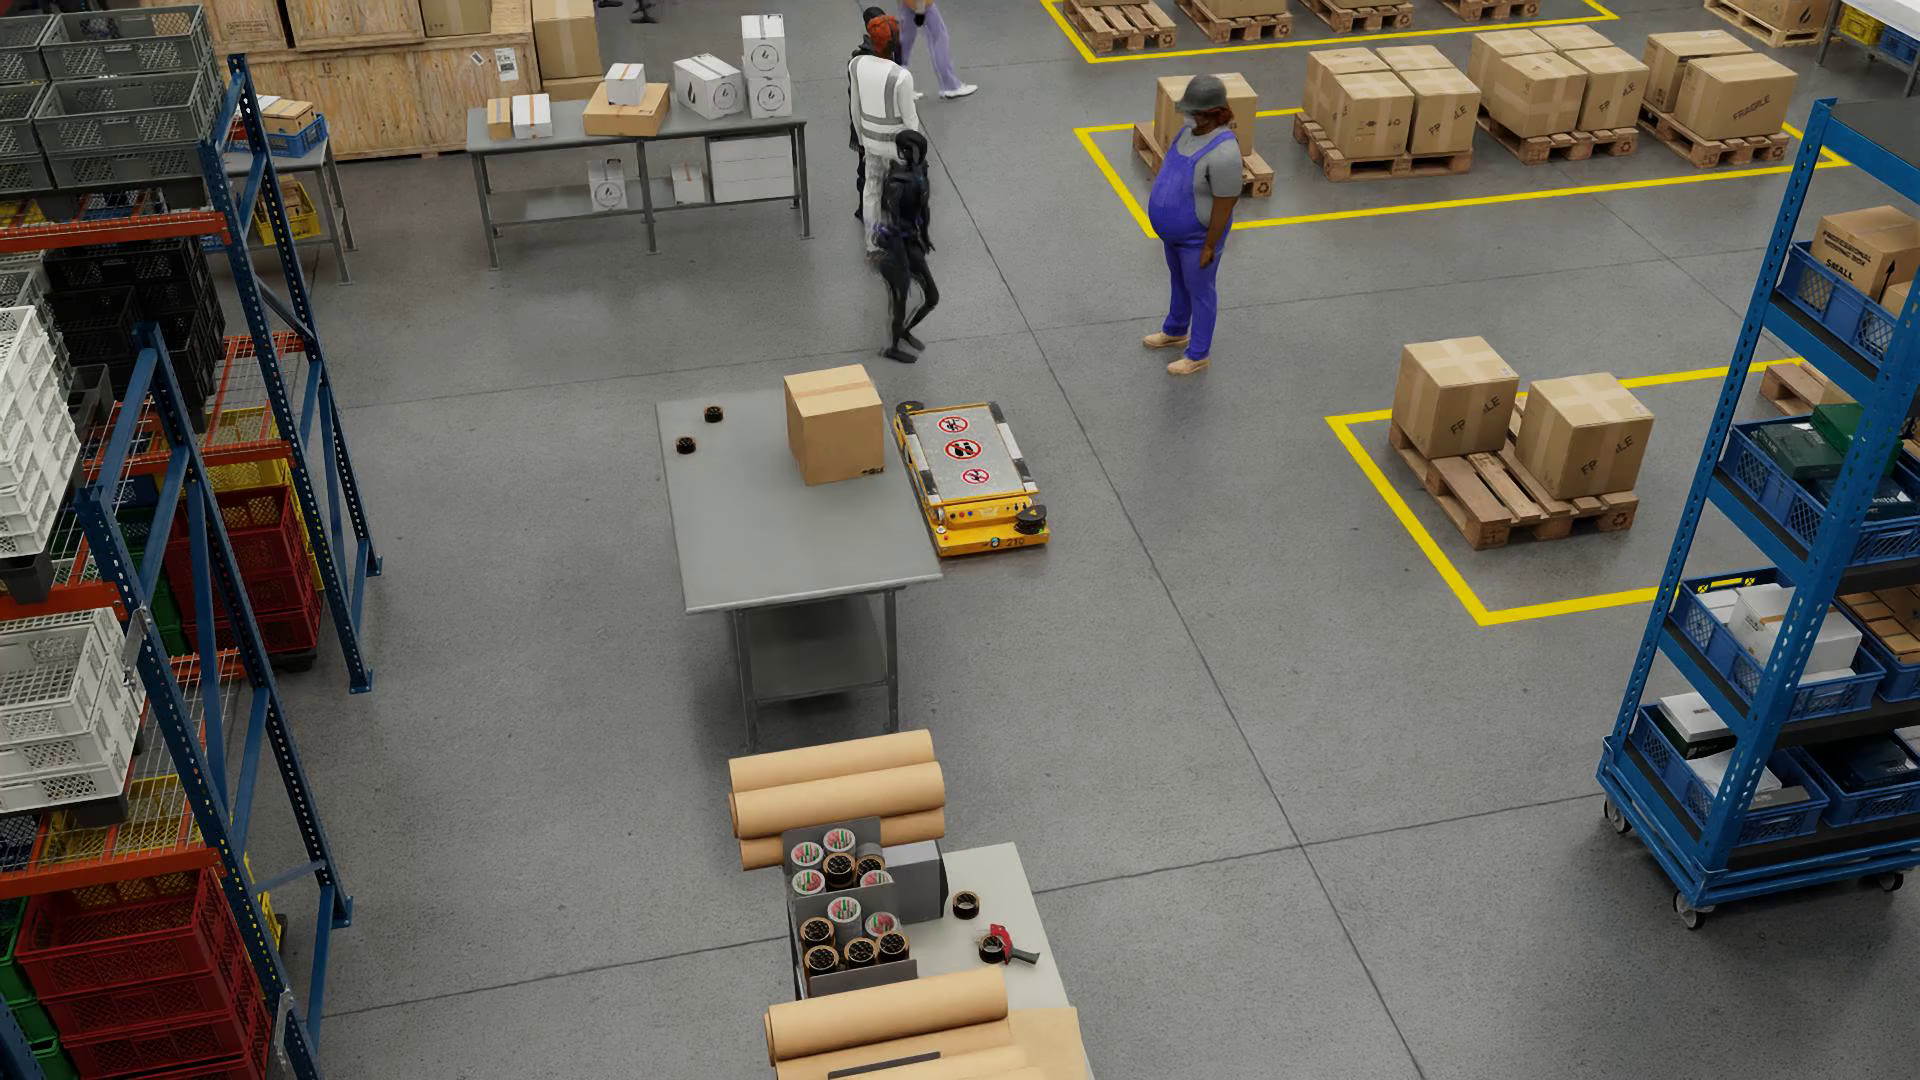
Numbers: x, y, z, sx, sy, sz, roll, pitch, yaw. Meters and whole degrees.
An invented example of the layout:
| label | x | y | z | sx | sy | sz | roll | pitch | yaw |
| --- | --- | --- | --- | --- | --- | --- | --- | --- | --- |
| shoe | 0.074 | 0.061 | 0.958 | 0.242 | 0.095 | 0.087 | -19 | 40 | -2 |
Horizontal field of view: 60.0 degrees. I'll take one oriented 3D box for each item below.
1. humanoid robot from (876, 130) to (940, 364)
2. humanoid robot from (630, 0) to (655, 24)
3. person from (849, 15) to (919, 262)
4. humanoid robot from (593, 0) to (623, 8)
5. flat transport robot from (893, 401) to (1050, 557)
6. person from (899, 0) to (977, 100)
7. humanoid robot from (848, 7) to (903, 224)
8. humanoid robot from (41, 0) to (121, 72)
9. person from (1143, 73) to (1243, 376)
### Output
| label | x | y | z | sx | sy | sz | roll | pitch | yaw |
| --- | --- | --- | --- | --- | --- | --- | --- | --- | --- |
| humanoid robot | -0.326 | -1.921 | 10.956 | 0.432 | 1.640 | 0.631 | 17 | 40 | 22 |
| humanoid robot | -3.266 | -5.909 | 16.322 | 0.452 | 1.644 | 0.618 | 1 | 37 | 2 |
| person | -0.524 | -2.863 | 12.051 | 0.573 | 1.881 | 0.356 | 24 | 43 | 29 |
| humanoid robot | -3.662 | -6.257 | 16.771 | 0.308 | 1.657 | 0.612 | -18 | 40 | -22 |
| flat transport robot | 0.046 | -0.430 | 10.108 | 0.652 | 0.197 | 1.431 | -8 | 37 | -10 |
| person | -0.246 | -4.802 | 14.638 | 0.880 | 1.891 | 0.600 | -11 | 38 | -15 |
| humanoid robot | -0.623 | -3.254 | 12.735 | 0.595 | 1.657 | 0.326 | -31 | 46 | -34 |
| humanoid robot | -7.174 | -4.020 | 13.770 | 0.484 | 1.638 | 0.672 | 22 | 42 | 27 |
| person | 1.488 | -2.056 | 10.835 | 0.539 | 2.000 | 0.683 | -11 | 38 | -14 |
